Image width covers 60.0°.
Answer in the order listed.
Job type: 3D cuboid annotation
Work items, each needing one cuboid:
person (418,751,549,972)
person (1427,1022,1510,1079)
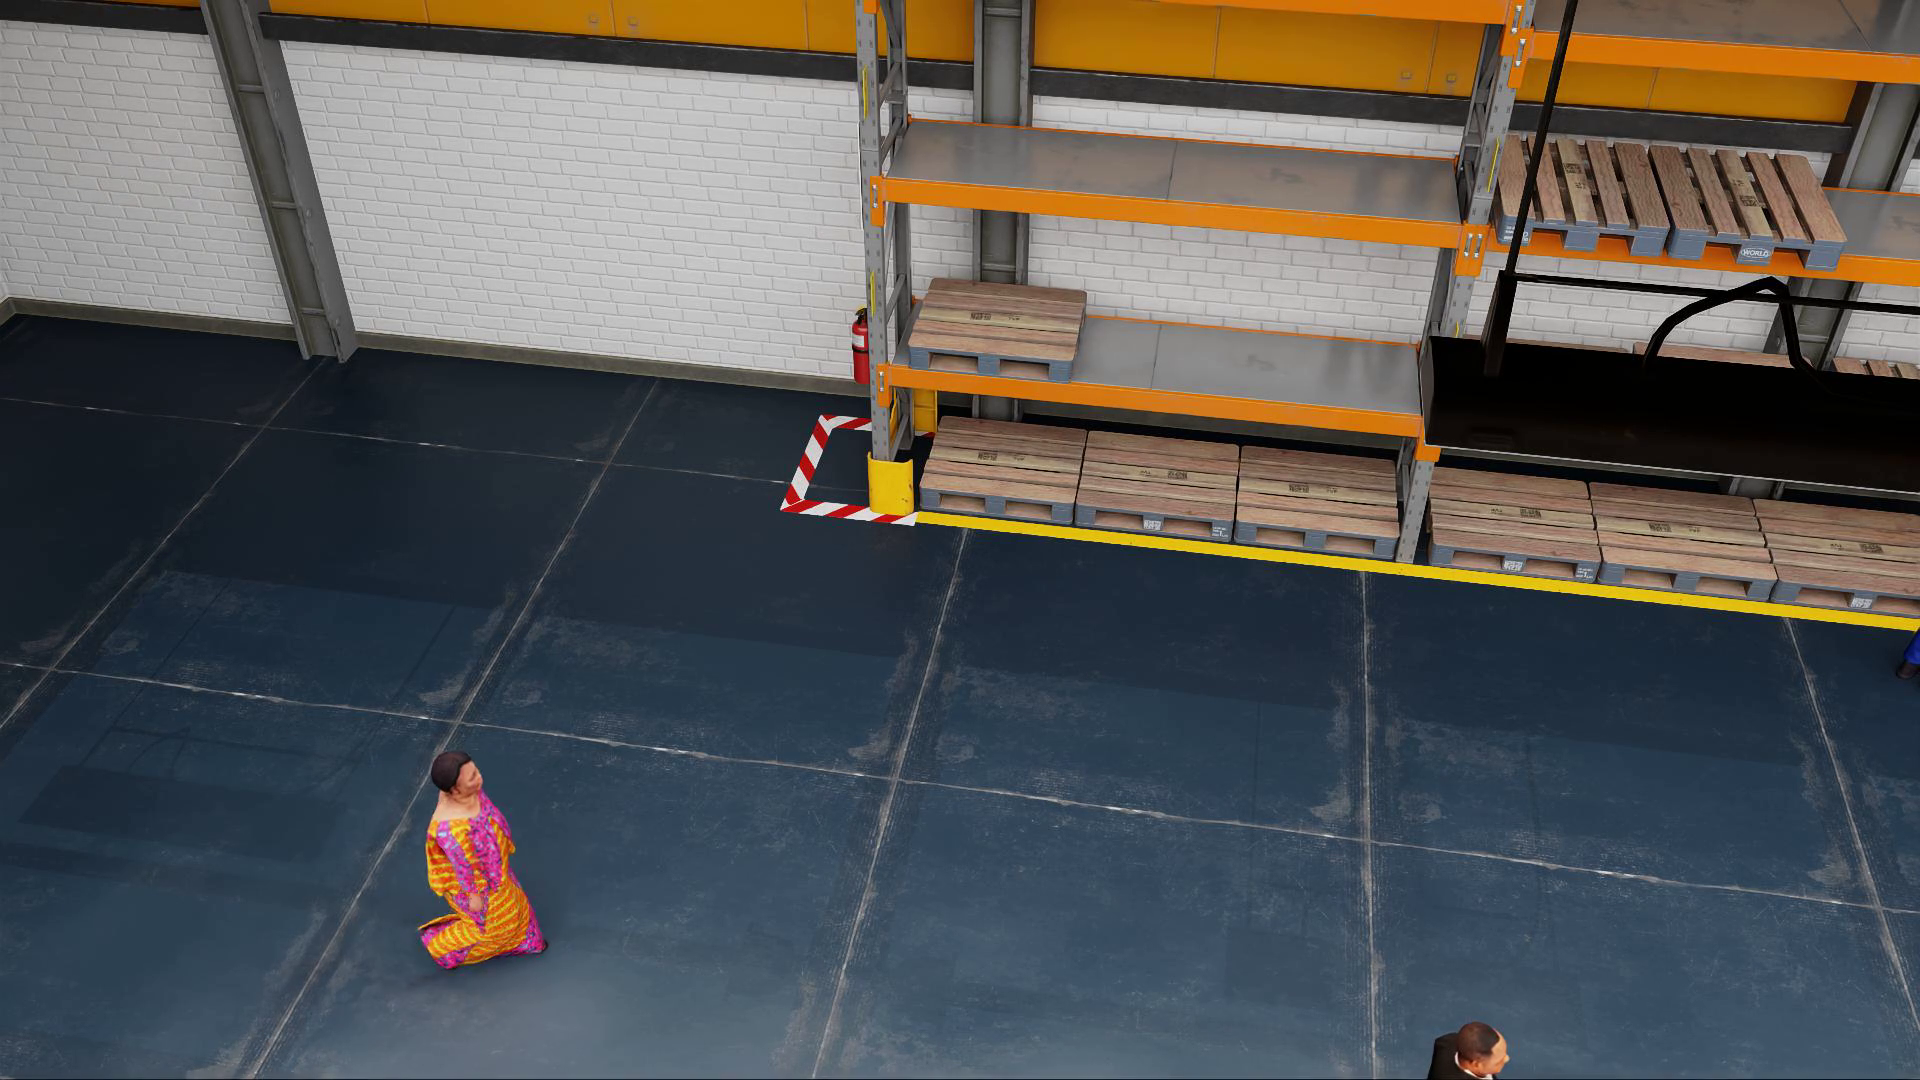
[{"bbox_3d":[-2.702,1.793,9.110,0.973,1.653,0.763,-2,39,-2],"label":"person"},{"bbox_3d":[2.208,2.823,7.619,0.588,1.904,0.681,6,39,7],"label":"person"}]
